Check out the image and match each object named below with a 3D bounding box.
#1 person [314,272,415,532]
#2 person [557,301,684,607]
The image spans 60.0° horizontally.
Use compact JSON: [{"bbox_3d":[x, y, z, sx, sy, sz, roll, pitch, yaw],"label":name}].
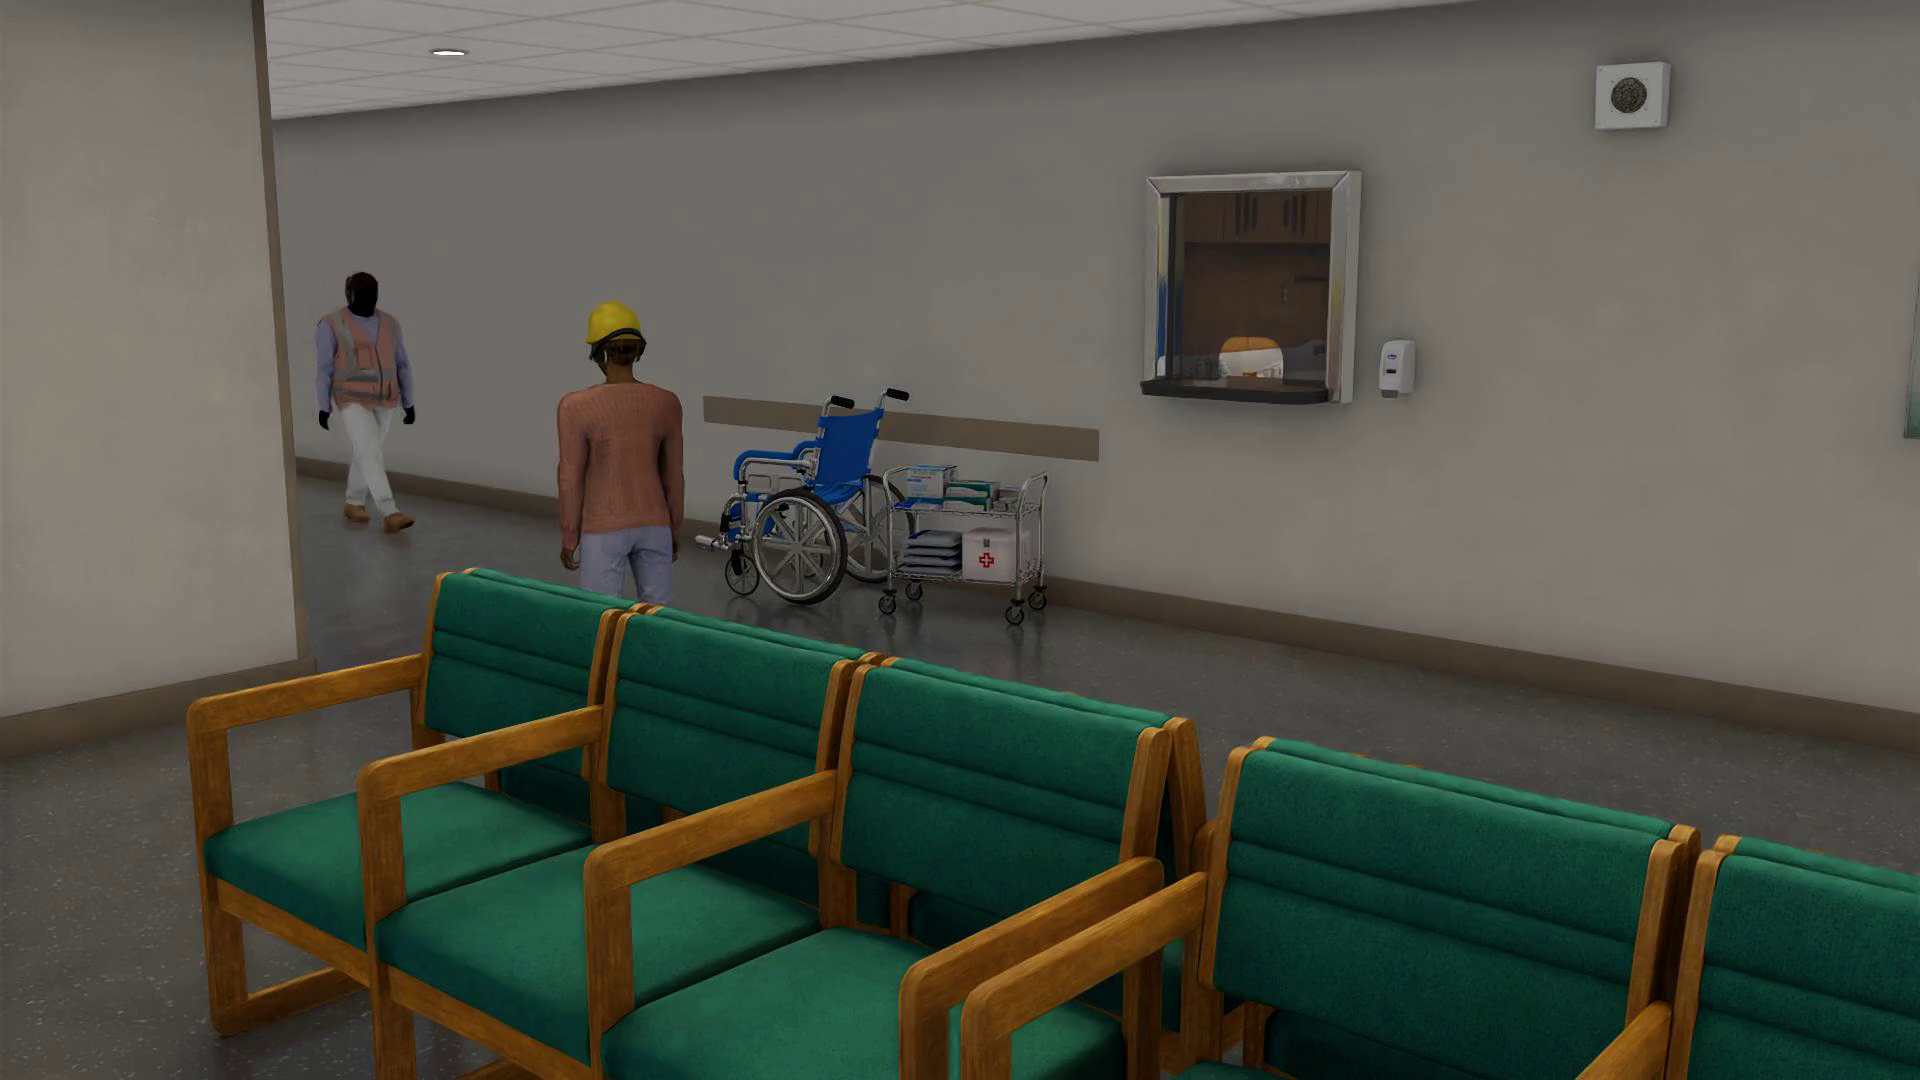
[{"bbox_3d":[-4.128,-0.968,11.636,0.987,1.791,0.645,8,13,38],"label":"person"},{"bbox_3d":[-1.309,-0.038,6.446,0.518,1.756,0.344,-8,13,-37],"label":"person"}]
